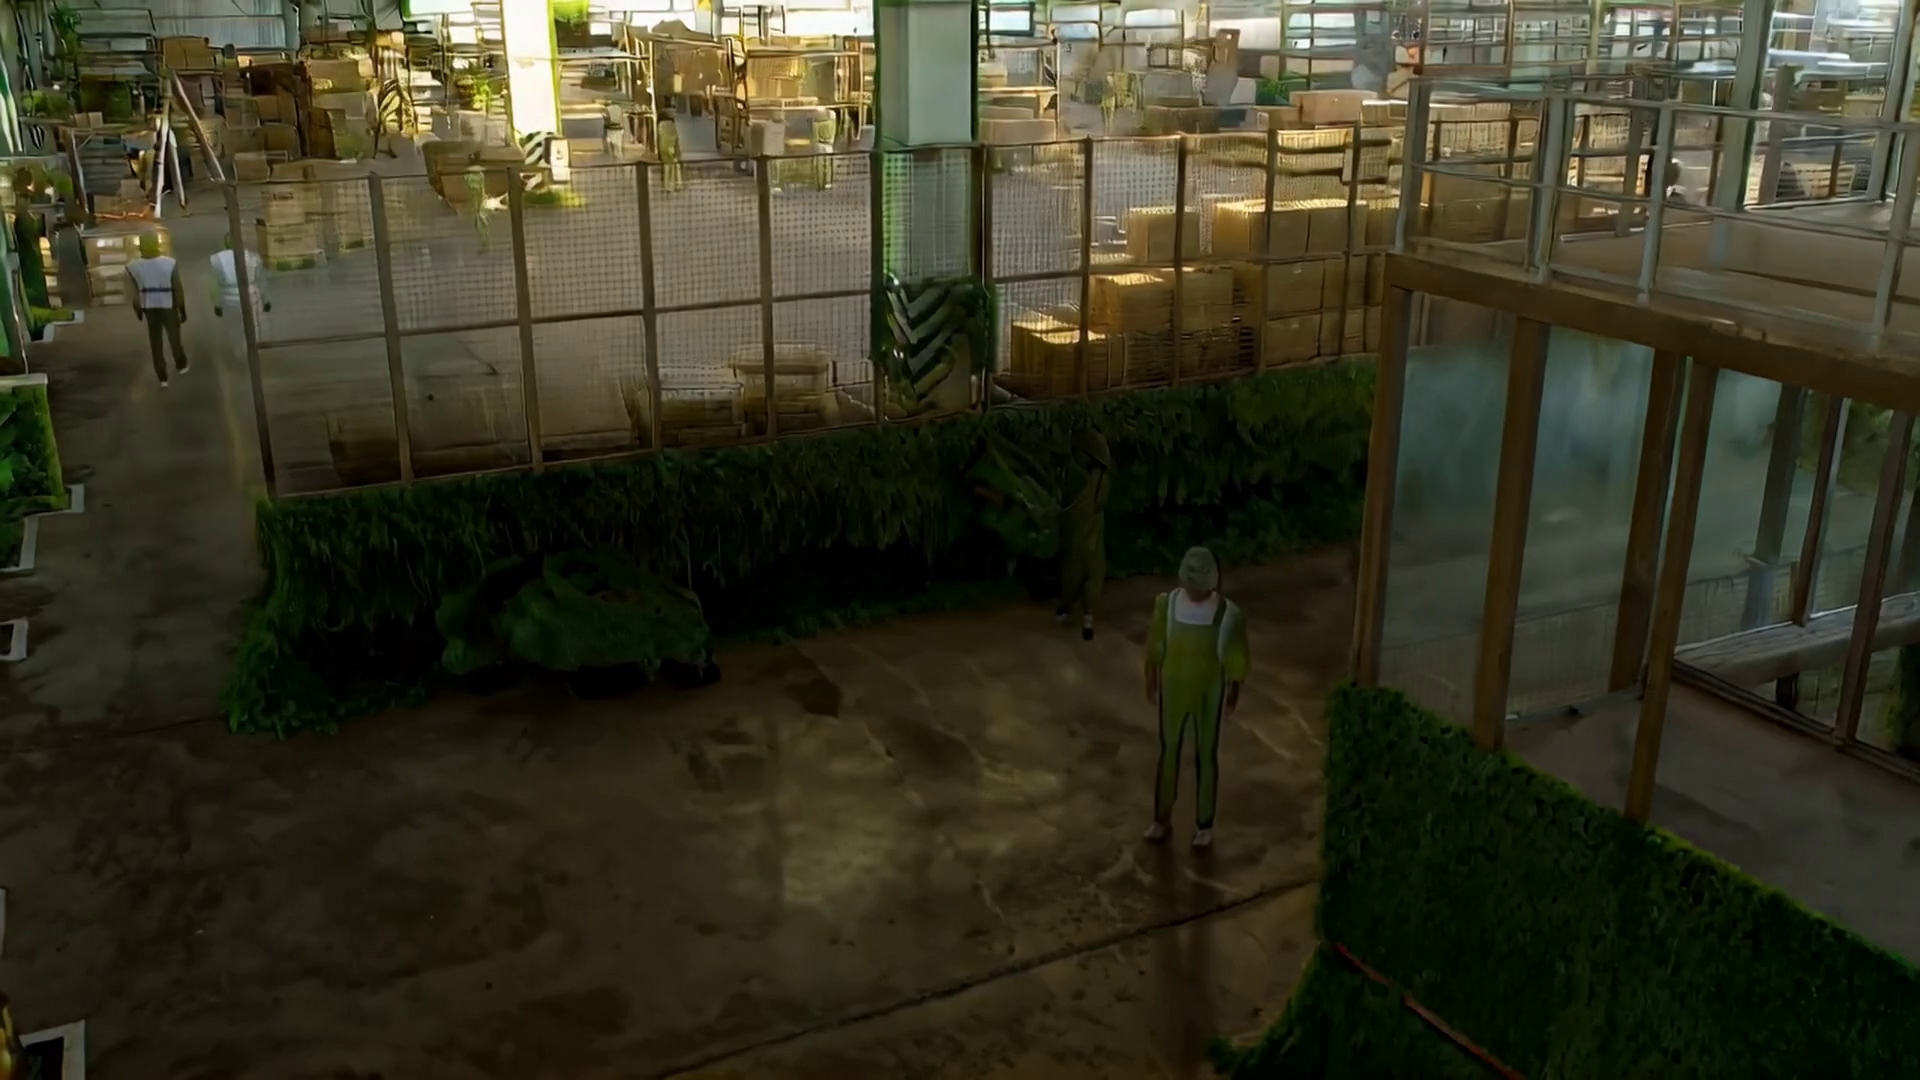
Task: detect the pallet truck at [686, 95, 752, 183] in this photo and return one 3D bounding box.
[{"bbox_3d":[-5.836,-9.608,39.856,0.823,1.965,1.885,10,22,27],"label":"pallet truck"}]

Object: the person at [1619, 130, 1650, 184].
[{"bbox_3d":[14.522,-8.196,35.876,0.582,1.918,0.566,15,24,37],"label":"person"}]

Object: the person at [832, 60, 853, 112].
[{"bbox_3d":[-4.204,-16.067,58.875,0.907,1.808,0.629,16,24,38],"label":"person"}]

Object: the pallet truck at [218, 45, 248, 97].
[{"bbox_3d":[-28.879,-18.665,66.111,0.823,1.965,1.885,-3,19,-9],"label":"pallet truck"}]

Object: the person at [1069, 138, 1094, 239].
[{"bbox_3d":[2.306,-6.634,31.426,0.353,1.877,0.573,-17,25,-40],"label":"person"}]

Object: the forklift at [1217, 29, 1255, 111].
[{"bbox_3d":[9.513,-16.743,59.205,1.873,2.768,1.129,-9,21,-25],"label":"forklift"}]

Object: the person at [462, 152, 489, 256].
[{"bbox_3d":[-8.648,-6.008,29.687,0.341,1.832,0.689,-4,19,-12],"label":"person"}]

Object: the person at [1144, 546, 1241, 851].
[{"bbox_3d":[1.335,0.908,9.600,0.505,1.846,0.346,7,20,19],"label":"person"}]

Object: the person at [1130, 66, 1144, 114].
[{"bbox_3d":[6.184,-15.705,58.067,0.515,1.641,0.314,-4,19,-12],"label":"person"}]

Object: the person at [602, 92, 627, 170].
[{"bbox_3d":[-8.716,-10.320,42.016,0.639,1.929,0.439,-6,20,-16],"label":"person"}]

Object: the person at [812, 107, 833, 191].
[{"bbox_3d":[-3.151,-8.956,38.137,0.584,1.882,0.337,-16,25,-39],"label":"person"}]

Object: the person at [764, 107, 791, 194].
[{"bbox_3d":[-4.077,-8.796,37.627,0.808,1.909,0.653,12,22,31],"label":"person"}]

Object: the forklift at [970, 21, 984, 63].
[{"bbox_3d":[0.489,-19.598,67.480,1.129,2.768,1.873,-9,21,-25],"label":"forklift"}]

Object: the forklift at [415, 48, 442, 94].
[{"bbox_3d":[-21.659,-19.254,66.483,1.129,2.768,1.873,2,19,4],"label":"forklift"}]

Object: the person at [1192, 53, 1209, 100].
[{"bbox_3d":[8.873,-17.006,61.424,0.639,1.915,0.490,0,19,0],"label":"person"}]

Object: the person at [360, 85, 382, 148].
[{"bbox_3d":[-16.738,-12.077,47.166,0.629,1.904,0.585,0,19,1],"label":"person"}]

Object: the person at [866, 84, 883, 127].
[{"bbox_3d":[-2.215,-11.102,44.120,0.538,2.000,0.681,-1,19,-4],"label":"person"}]

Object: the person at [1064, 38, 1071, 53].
[{"bbox_3d":[5.115,-22.962,79.019,0.319,1.698,0.532,6,20,17],"label":"person"}]

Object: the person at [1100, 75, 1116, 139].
[{"bbox_3d":[4.438,-12.942,49.739,0.503,1.861,0.331,14,24,35],"label":"person"}]

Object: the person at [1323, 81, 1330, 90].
[{"bbox_3d":[10.902,-12.930,49.959,0.683,1.668,0.548,6,20,18],"label":"person"}]

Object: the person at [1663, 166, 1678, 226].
[{"bbox_3d":[11.527,-5.197,27.276,1.021,1.865,0.596,8,21,22],"label":"person"}]

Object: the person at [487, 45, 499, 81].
[{"bbox_3d":[-20.158,-20.479,71.823,0.338,1.704,0.568,16,25,39],"label":"person"}]

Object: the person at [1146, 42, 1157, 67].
[{"bbox_3d":[8.093,-20.151,70.595,0.544,1.883,1.015,14,23,35],"label":"person"}]

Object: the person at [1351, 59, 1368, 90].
[{"bbox_3d":[13.654,-15.577,57.278,0.648,1.908,0.734,-12,22,-30],"label":"person"}]

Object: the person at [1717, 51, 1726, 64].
[{"bbox_3d":[30.499,-18.776,66.842,0.536,1.722,0.913,-15,24,-37],"label":"person"}]

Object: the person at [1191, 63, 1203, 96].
[{"bbox_3d":[7.730,-14.544,54.215,0.367,1.963,0.604,-3,19,-7],"label":"person"}]

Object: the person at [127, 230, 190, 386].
[{"bbox_3d":[-9.899,-2.875,20.560,0.607,1.883,0.931,-6,20,-16],"label":"person"}]

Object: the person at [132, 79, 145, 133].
[{"bbox_3d":[-25.379,-13.402,51.412,0.523,1.632,0.313,6,20,17],"label":"person"}]

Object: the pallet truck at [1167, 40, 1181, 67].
[{"bbox_3d":[9.045,-19.971,69.895,0.823,1.965,1.885,-3,19,-8],"label":"pallet truck"}]

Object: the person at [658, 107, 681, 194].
[{"bbox_3d":[-6.579,-8.843,37.760,0.585,1.922,0.391,14,23,34],"label":"person"}]

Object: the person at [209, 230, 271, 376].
[{"bbox_3d":[-9.087,-3.035,21.099,0.658,1.796,0.930,-5,20,-15],"label":"person"}]

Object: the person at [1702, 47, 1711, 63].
[{"bbox_3d":[31.256,-19.824,69.897,0.521,1.718,0.947,1,19,1],"label":"person"}]
